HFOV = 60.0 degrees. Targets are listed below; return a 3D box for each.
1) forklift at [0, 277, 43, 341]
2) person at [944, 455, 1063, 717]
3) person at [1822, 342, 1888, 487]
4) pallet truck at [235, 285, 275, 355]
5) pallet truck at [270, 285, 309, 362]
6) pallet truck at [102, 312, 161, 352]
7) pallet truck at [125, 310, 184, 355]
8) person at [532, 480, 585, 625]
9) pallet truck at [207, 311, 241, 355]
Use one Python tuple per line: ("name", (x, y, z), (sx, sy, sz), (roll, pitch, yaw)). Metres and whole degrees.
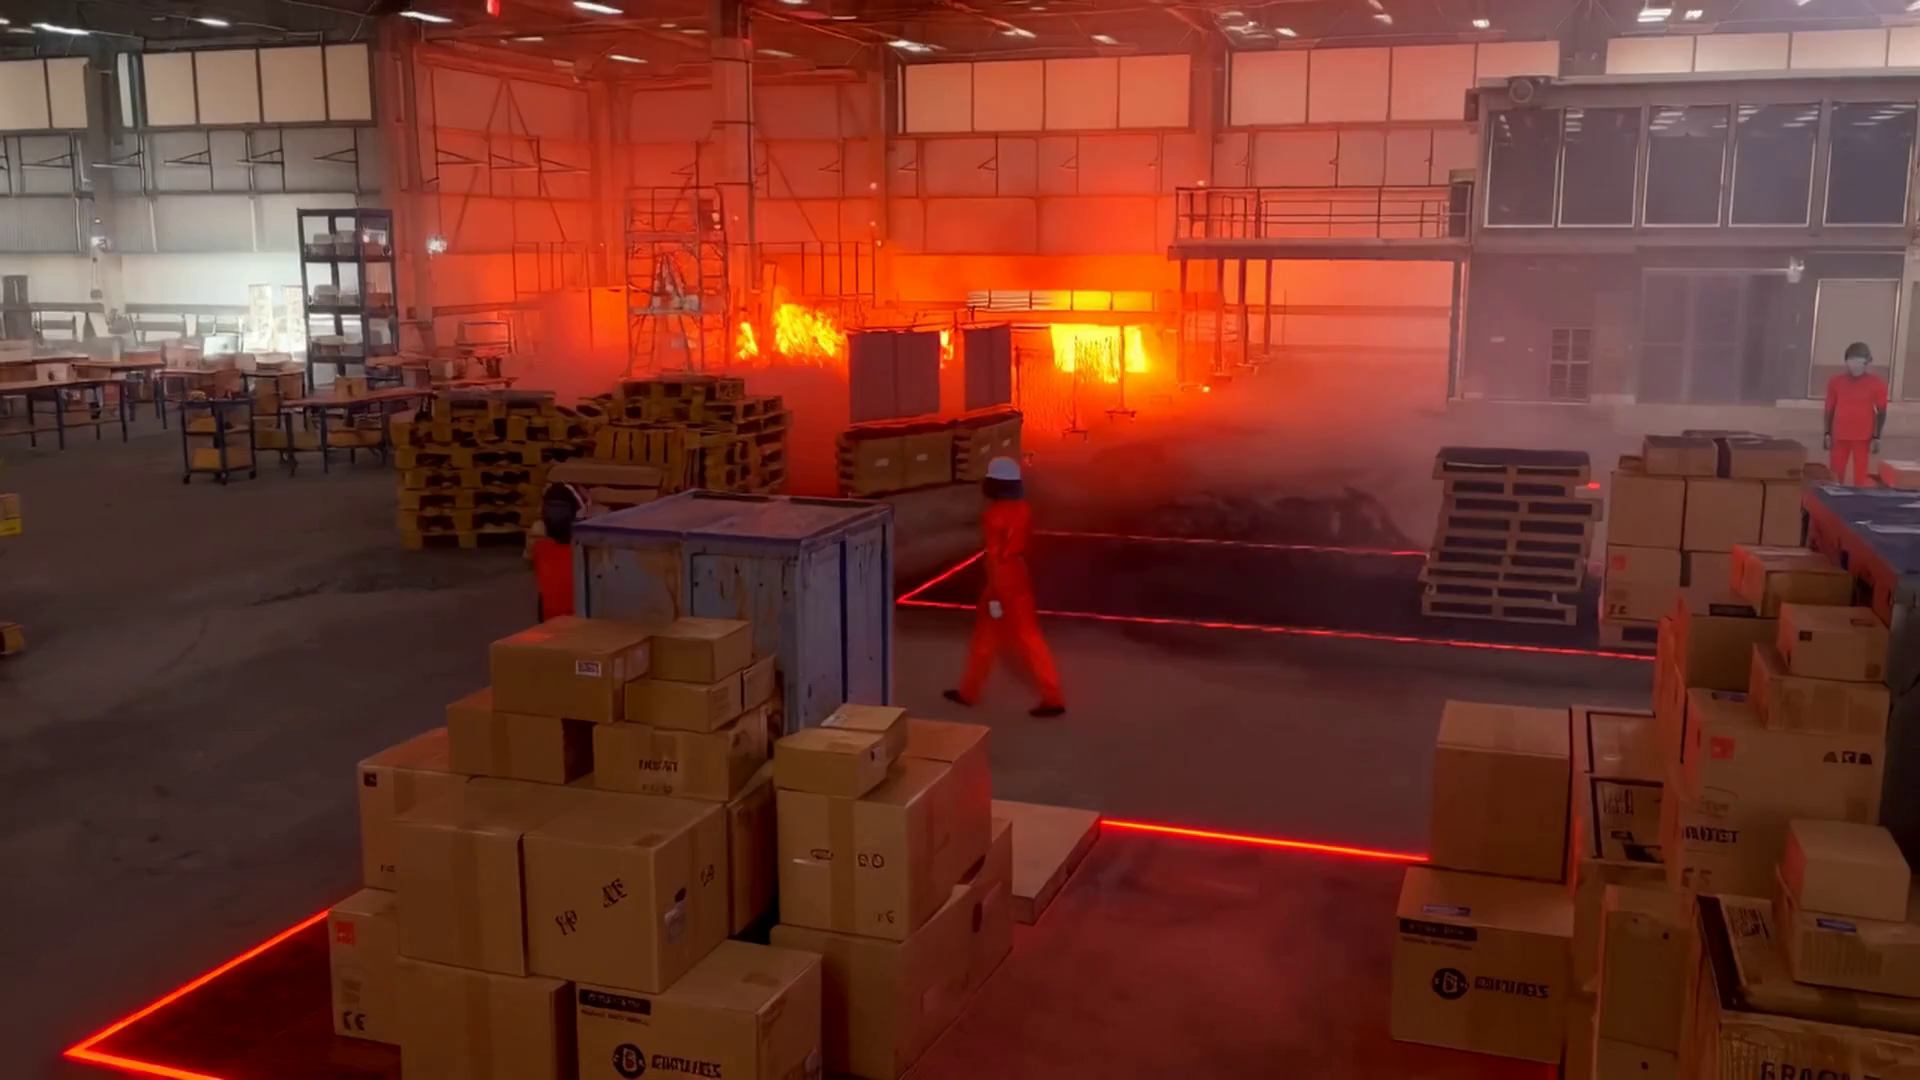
("forklift", (-27.151, -6.329, 46.328), (1.157, 1.987, 2.680), (3, 11, 17))
("person", (0.306, 0.295, 10.746), (0.928, 1.694, 0.494), (9, 13, 41))
("person", (9.630, -1.134, 17.954), (0.391, 1.995, 0.613), (-9, 13, -40))
("pallet truck", (-18.327, -5.835, 44.421), (0.823, 1.965, 1.885), (4, 11, 23))
("pallet truck", (-17.147, -5.700, 43.663), (0.823, 1.965, 1.885), (3, 11, 17))
("pallet truck", (-23.057, -5.777, 46.261), (0.680, 1.201, 1.601), (3, 11, 19))
("pallet truck", (-22.038, -5.665, 45.457), (0.704, 1.261, 1.522), (3, 11, 17))
("person", (-1.987, 0.600, 8.602), (0.494, 1.852, 0.452), (4, 11, 22))
("pallet truck", (-19.537, -5.575, 44.913), (0.653, 1.274, 1.630), (3, 11, 19))
